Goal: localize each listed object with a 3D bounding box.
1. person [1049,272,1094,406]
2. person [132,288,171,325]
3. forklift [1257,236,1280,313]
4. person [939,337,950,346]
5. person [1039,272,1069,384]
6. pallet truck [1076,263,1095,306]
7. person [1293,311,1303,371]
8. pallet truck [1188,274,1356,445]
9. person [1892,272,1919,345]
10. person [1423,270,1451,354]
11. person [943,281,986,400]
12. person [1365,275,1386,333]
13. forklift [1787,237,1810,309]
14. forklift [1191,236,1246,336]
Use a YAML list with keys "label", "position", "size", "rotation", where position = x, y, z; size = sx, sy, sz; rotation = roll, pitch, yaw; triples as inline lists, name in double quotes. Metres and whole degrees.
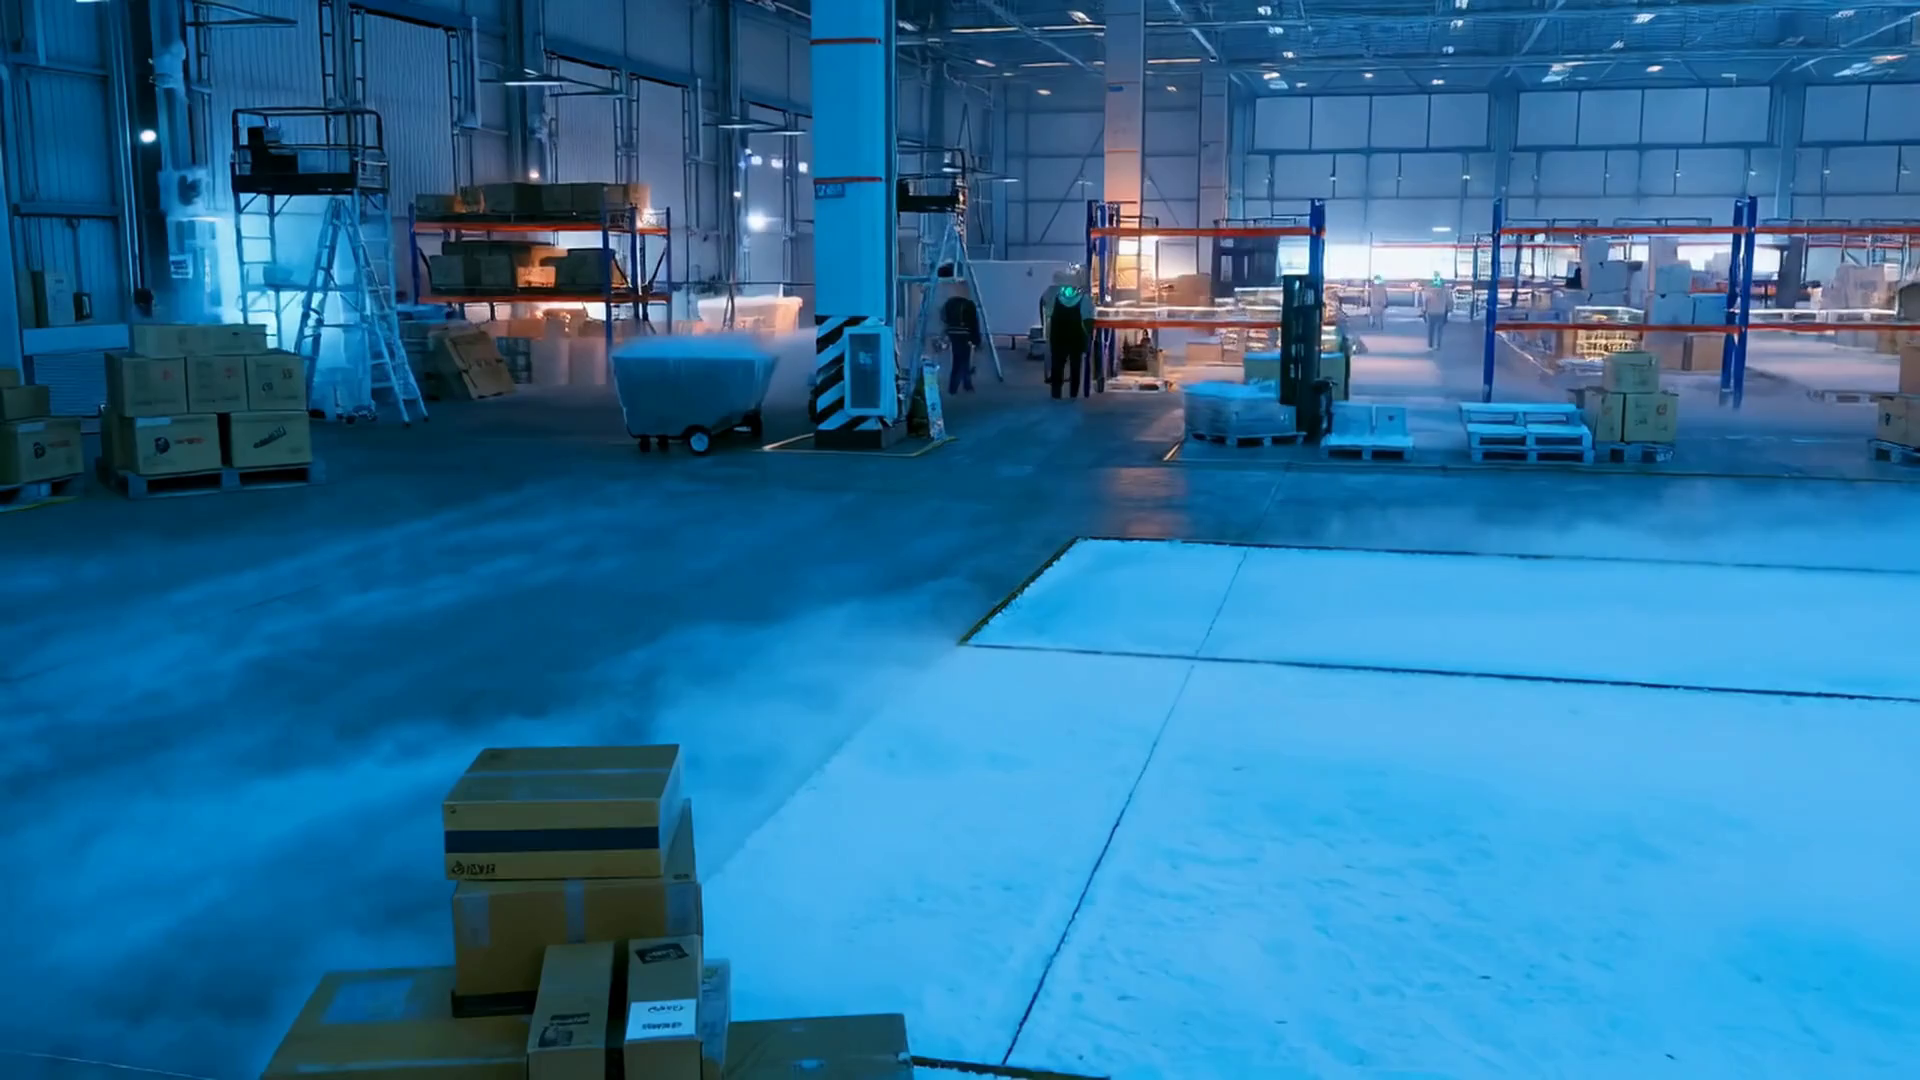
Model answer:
- label: "person"
  position: [1.616, -2.979, 24.415]
  size: [0.702, 2.000, 0.942]
  rotation: [2, 10, 14]
- label: "person"
  position: [-8.991, -1.884, 18.548]
  size: [0.524, 1.846, 0.414]
  rotation: [2, 10, 12]
- label: "forklift"
  position: [9.418, -7.905, 50.951]
  size: [1.873, 2.768, 1.129]
  rotation: [-2, 10, -12]
- label: "person"
  position: [-0.249, -5.718, 40.924]
  size: [0.607, 1.905, 0.567]
  rotation: [-9, 13, -41]
- label: "person"
  position: [1.668, -3.647, 28.679]
  size: [0.629, 1.932, 0.366]
  rotation: [5, 11, 26]
- label: "pallet truck"
  position: [4.325, -8.180, 55.162]
  size: [0.823, 1.965, 1.885]
  rotation: [6, 11, 31]
- label: "person"
  position: [6.621, -4.097, 31.905]
  size: [0.330, 1.735, 0.485]
  rotation: [6, 11, 33]
- label: "pallet truck"
  position: [3.653, -2.138, 19.590]
  size: [1.885, 1.965, 0.823]
  rotation: [-4, 10, -20]
- label: "person"
  position: [19.272, -4.484, 33.729]
  size: [0.631, 1.894, 1.020]
  rotation: [3, 10, 15]
- label: "person"
  position: [10.876, -5.209, 37.966]
  size: [0.584, 1.906, 0.632]
  rotation: [2, 10, 13]
- label: "person"
  position: [0.105, -3.067, 25.628]
  size: [0.919, 1.801, 0.640]
  rotation: [-8, 12, -38]
- label: "person"
  position: [12.043, -6.820, 48.117]
  size: [0.546, 1.669, 0.755]
  rotation: [-5, 11, -26]
- label: "forklift"
  position: [26.447, -8.212, 52.757]
  size: [1.873, 2.768, 1.129]
  rotation: [2, 10, 14]
- label: "forklift"
  position: [7.204, -6.885, 44.940]
  size: [1.129, 2.768, 1.873]
  rotation: [-5, 11, -27]
